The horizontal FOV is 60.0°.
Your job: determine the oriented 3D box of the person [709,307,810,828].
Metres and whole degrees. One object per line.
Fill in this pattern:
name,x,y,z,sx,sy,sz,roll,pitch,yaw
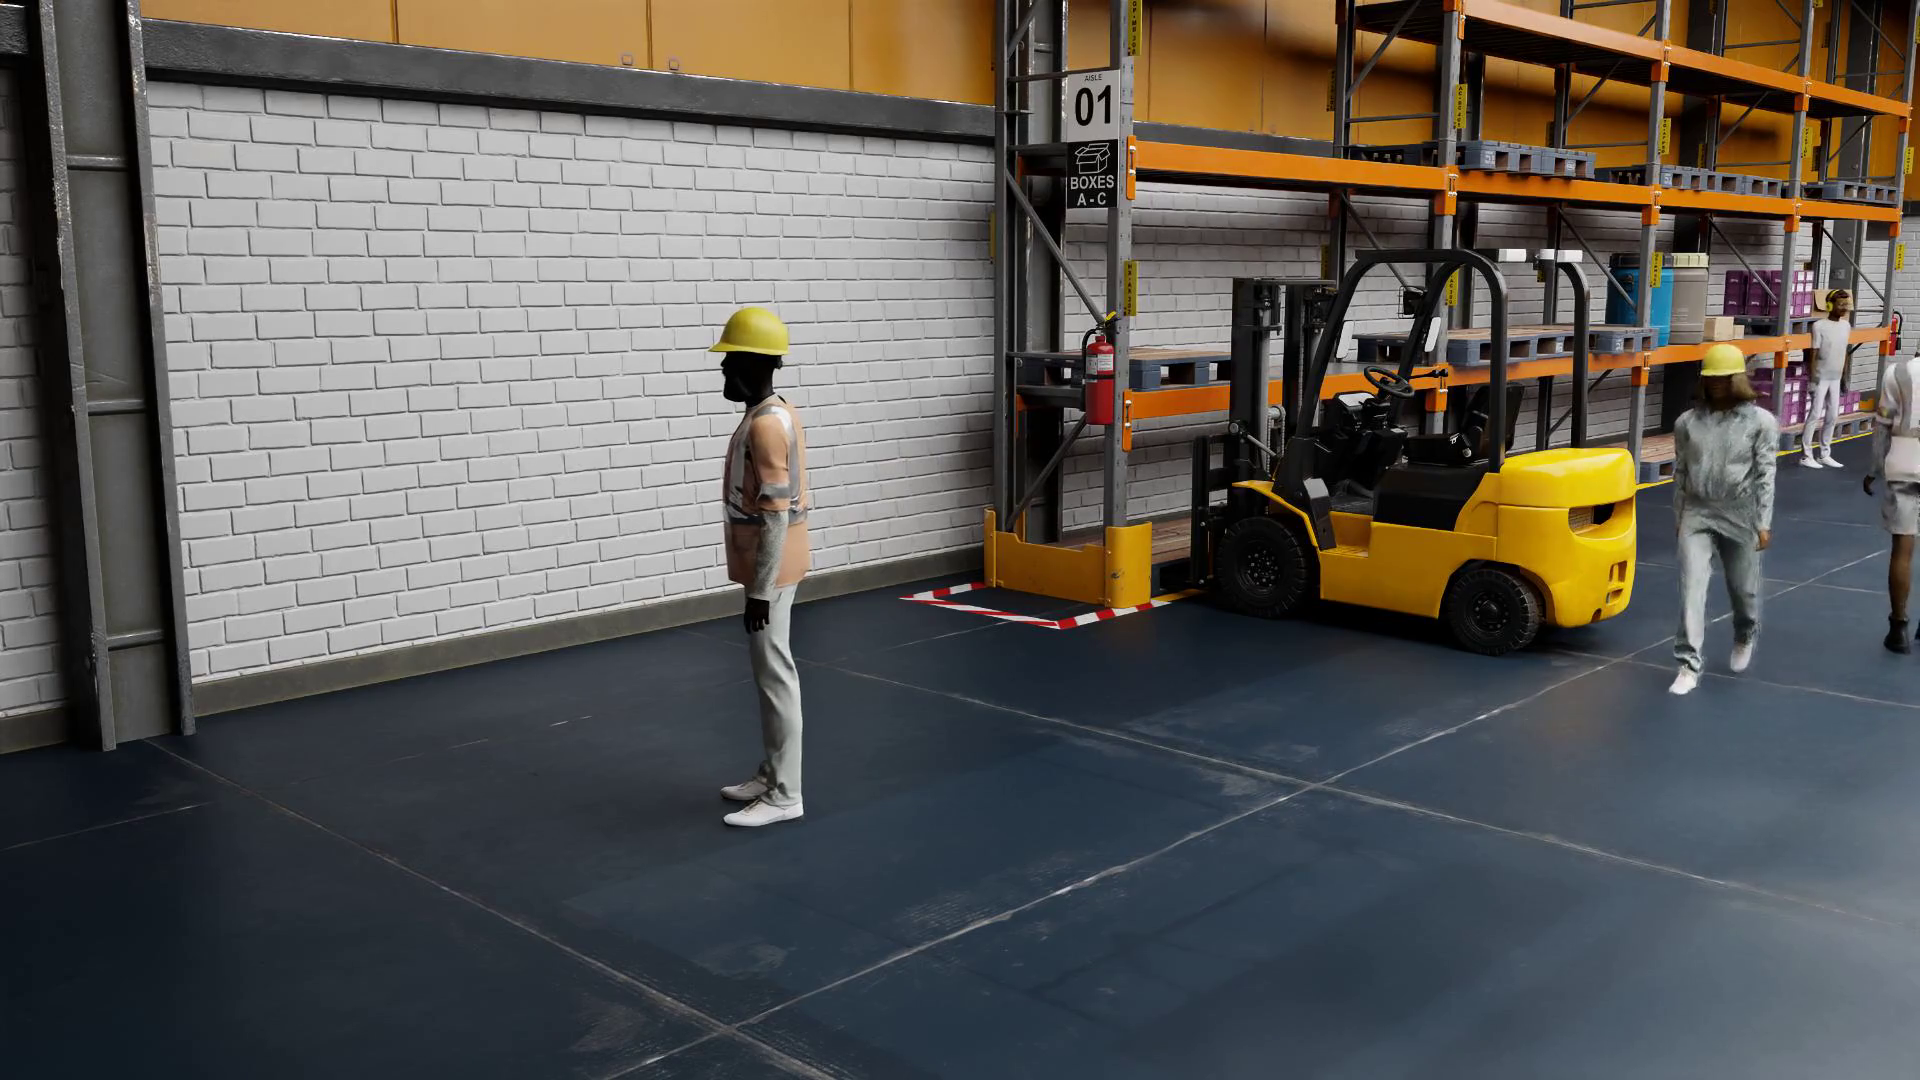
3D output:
person,-0.741,0.102,6.223,0.355,1.930,0.589,-1,9,-8

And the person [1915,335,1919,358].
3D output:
person,14.454,-2.845,24.795,0.526,1.768,0.315,-4,10,-24

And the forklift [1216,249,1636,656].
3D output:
forklift,2.710,-0.584,9.626,2.313,2.155,1.214,9,13,43

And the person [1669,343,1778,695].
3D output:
person,3.796,-0.123,8.270,0.494,1.721,0.784,7,12,36

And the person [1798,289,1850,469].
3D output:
person,9.037,-1.669,17.311,0.525,1.860,0.320,-3,10,-20

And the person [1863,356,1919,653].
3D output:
person,5.263,-0.351,9.076,0.585,1.899,0.665,5,11,29
